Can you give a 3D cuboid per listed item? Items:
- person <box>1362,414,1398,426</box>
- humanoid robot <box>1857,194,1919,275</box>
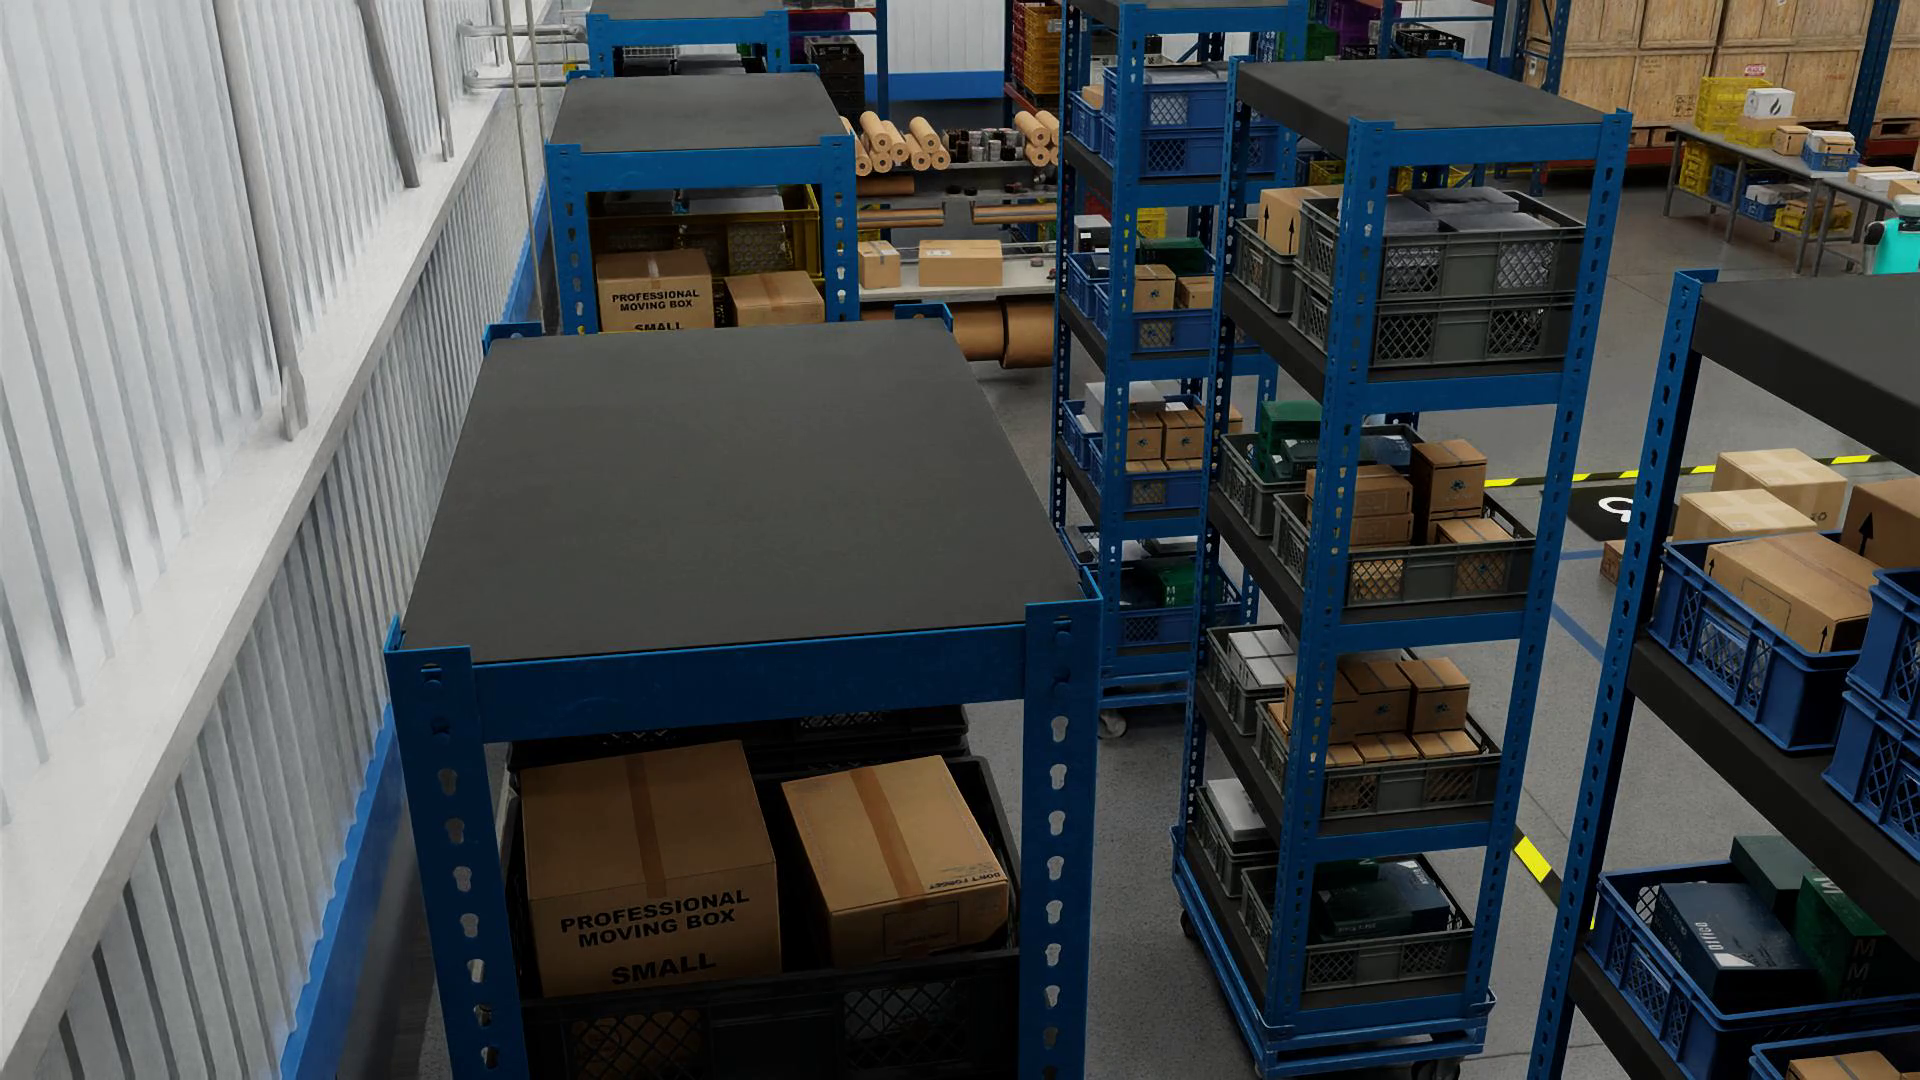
[{"bbox_3d":[1.961,0.196,7.981,0.590,1.849,0.399,-2,25,-4],"label":"person"},{"bbox_3d":[6.648,-1.543,11.735,0.533,1.677,0.735,1,25,2],"label":"humanoid robot"}]
